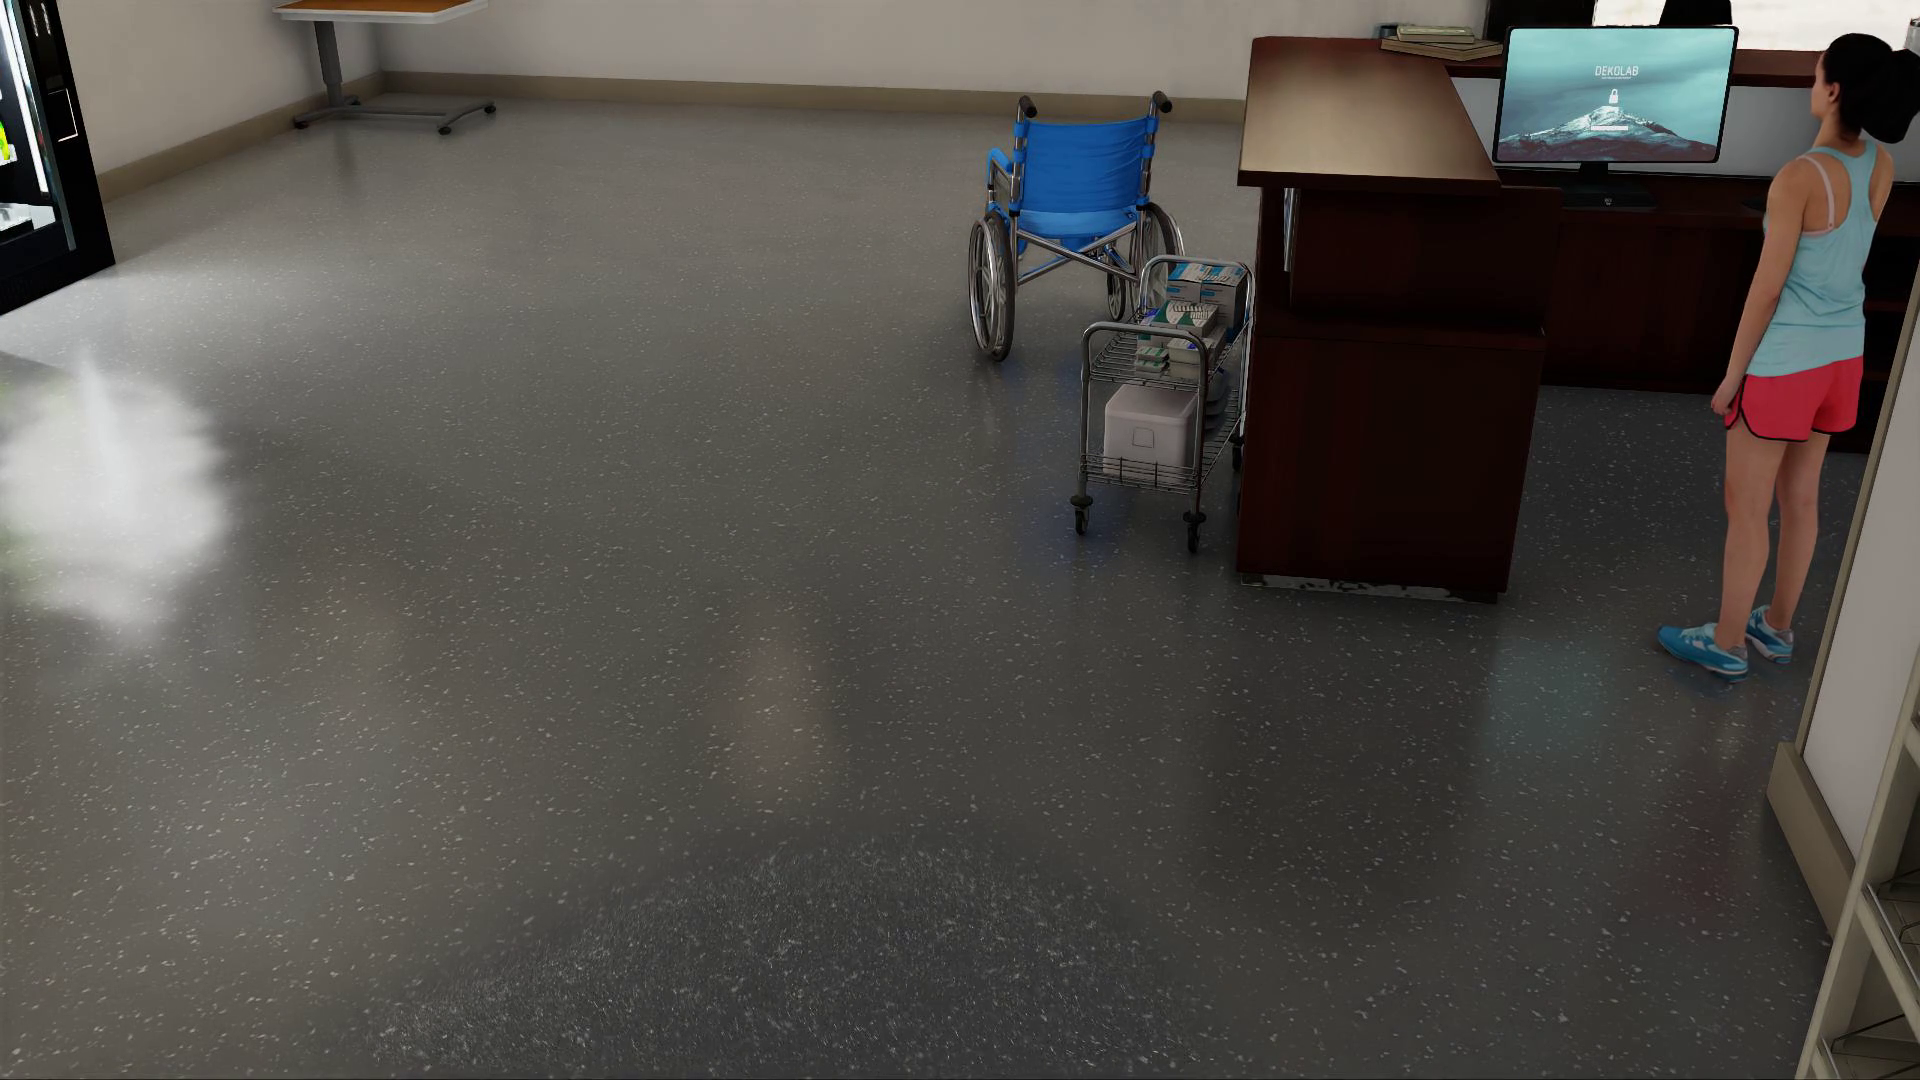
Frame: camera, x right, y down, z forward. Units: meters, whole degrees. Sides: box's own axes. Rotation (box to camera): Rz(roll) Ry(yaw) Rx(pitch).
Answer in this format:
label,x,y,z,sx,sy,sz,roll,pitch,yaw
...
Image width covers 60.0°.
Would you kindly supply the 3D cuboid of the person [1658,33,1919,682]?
label,x,y,z,sx,sy,sz,roll,pitch,yaw
person,2.256,-0.462,4.502,0.676,1.765,0.716,-12,28,-23
